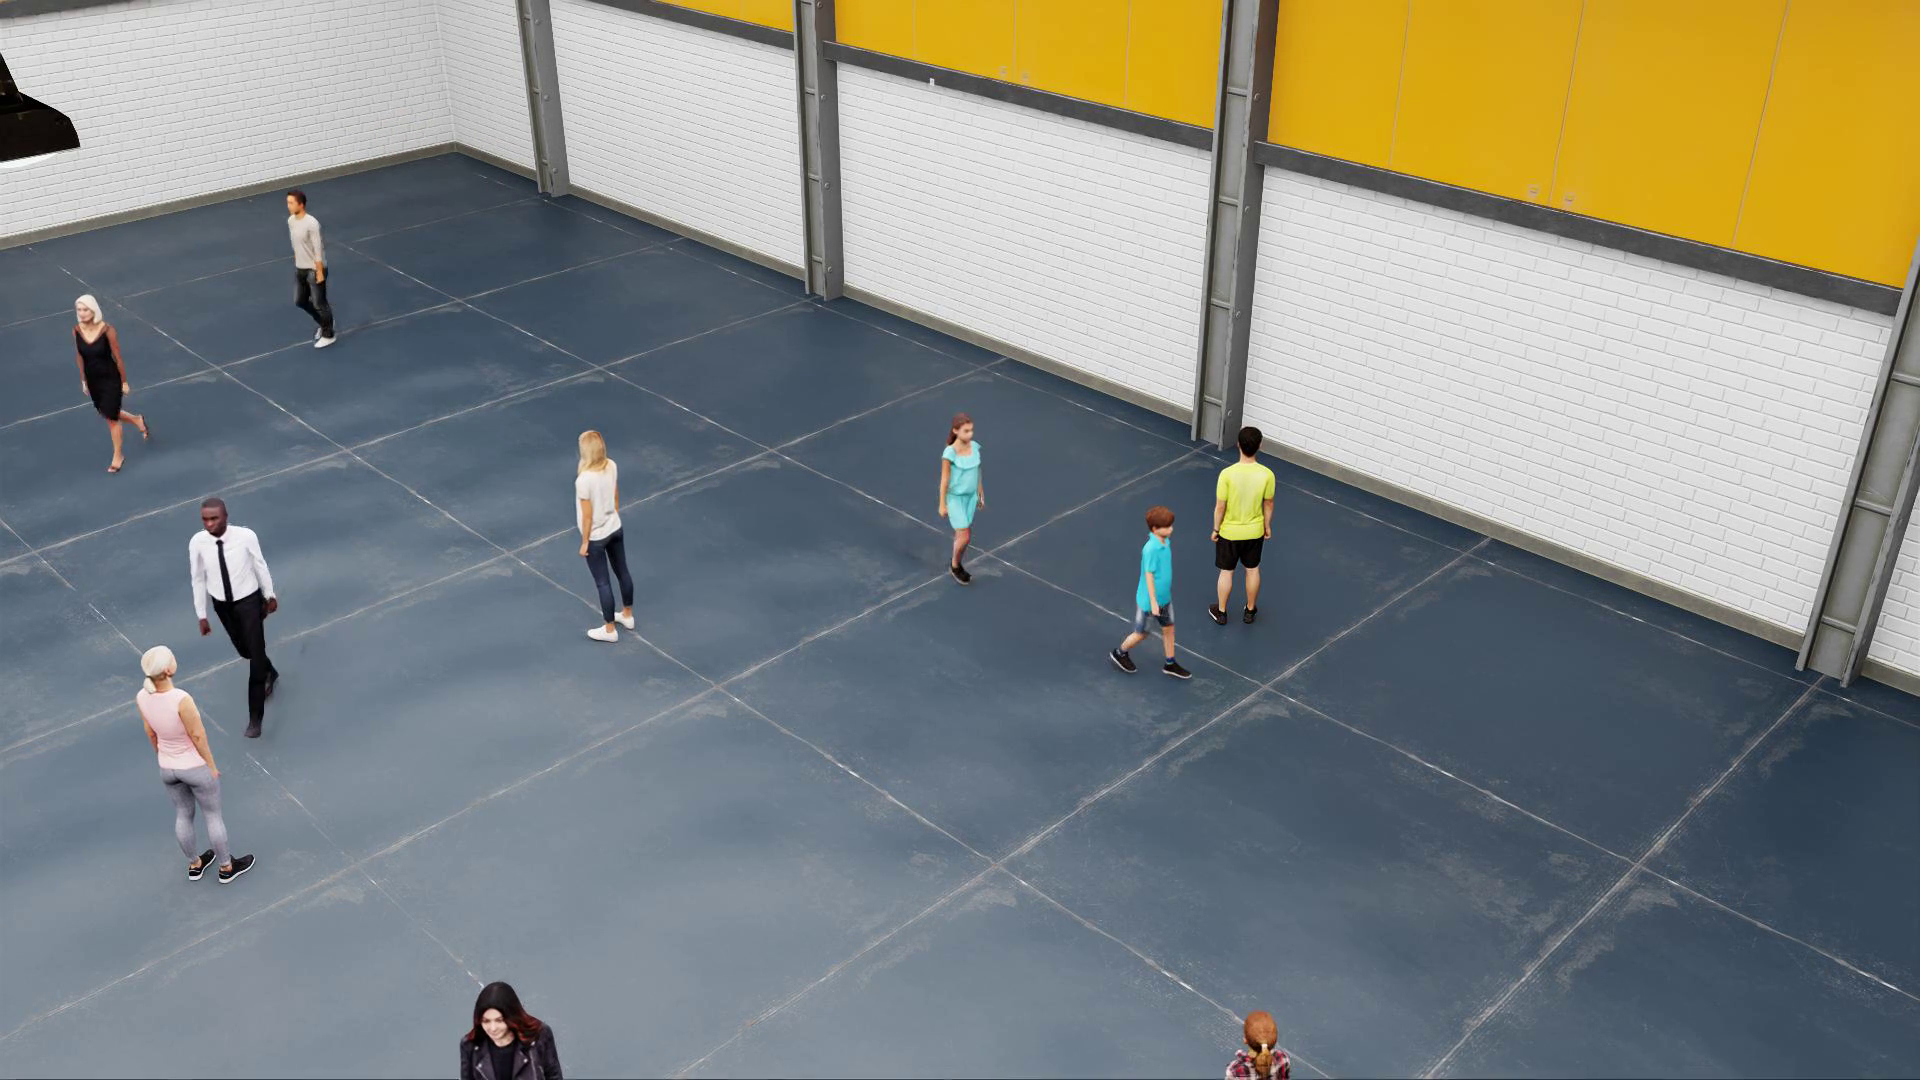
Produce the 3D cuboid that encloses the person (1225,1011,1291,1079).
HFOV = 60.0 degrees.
[{"bbox_3d":[1.479,2.906,8.263,0.800,1.292,0.973,-7,29,-13],"label":"person"}]

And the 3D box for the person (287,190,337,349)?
[{"bbox_3d":[-7.221,-3.072,18.690,0.690,1.801,0.796,15,32,25],"label":"person"}]

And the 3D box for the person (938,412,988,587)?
[{"bbox_3d":[-0.038,-0.379,14.012,0.567,1.552,0.575,-23,36,-35],"label":"person"}]

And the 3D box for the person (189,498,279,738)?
[{"bbox_3d":[-5.273,0.465,12.223,1.165,1.785,1.322,-4,29,-7],"label":"person"}]

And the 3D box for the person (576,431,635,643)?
[{"bbox_3d":[-2.806,-0.039,13.123,0.593,1.807,0.643,15,32,25],"label":"person"}]

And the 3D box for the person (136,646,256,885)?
[{"bbox_3d":[-4.902,1.426,10.523,0.612,1.726,0.706,7,29,12],"label":"person"}]

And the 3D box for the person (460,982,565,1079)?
[{"bbox_3d":[-2.145,2.792,8.115,0.732,1.633,0.753,-6,29,-10],"label":"person"}]

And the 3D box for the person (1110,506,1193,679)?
[{"bbox_3d":[1.432,0.403,12.704,0.885,1.433,0.604,19,34,31],"label":"person"}]

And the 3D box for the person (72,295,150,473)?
[{"bbox_3d":[-8.170,-1.538,15.971,1.025,1.711,0.994,5,29,9],"label":"person"}]

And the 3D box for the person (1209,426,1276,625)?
[{"bbox_3d":[2.265,-0.111,13.358,0.693,1.708,0.745,-1,29,-2],"label":"person"}]
